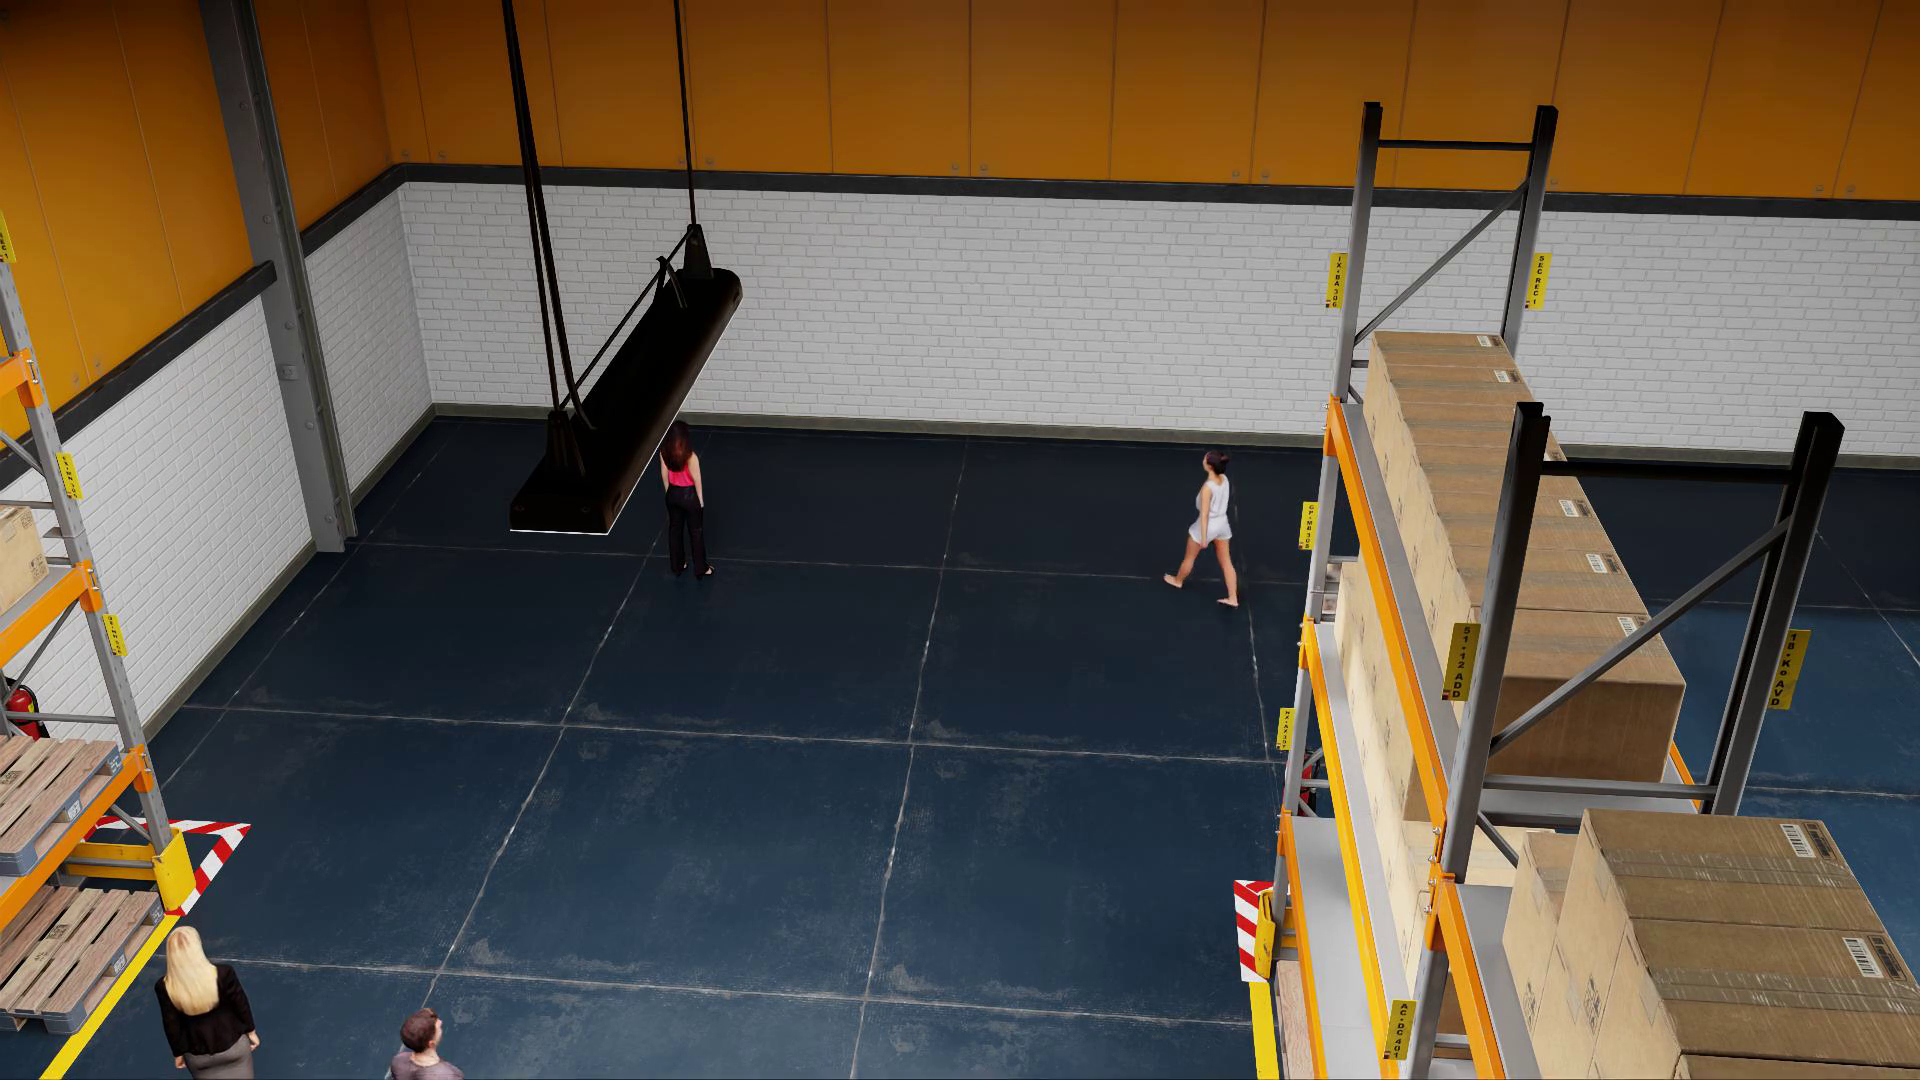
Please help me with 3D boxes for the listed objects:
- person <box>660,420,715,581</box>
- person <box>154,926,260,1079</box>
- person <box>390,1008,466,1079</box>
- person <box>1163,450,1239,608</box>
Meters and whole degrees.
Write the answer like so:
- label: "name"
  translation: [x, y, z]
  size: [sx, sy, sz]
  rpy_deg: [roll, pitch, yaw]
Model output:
- label: "person"
  translation: [-2.673, -0.401, 16.150]
  size: [0.646, 1.660, 0.621]
  rpy_deg: [12, 31, 21]
- label: "person"
  translation: [-4.346, 3.001, 9.725]
  size: [0.700, 1.841, 0.706]
  rpy_deg: [-12, 31, -21]
- label: "person"
  translation: [-2.860, 3.371, 9.081]
  size: [0.992, 1.808, 1.287]
  rpy_deg: [16, 32, 26]
- label: "person"
  translation: [2.432, -0.069, 15.654]
  size: [1.074, 1.552, 1.069]
  rpy_deg: [25, 38, 38]
